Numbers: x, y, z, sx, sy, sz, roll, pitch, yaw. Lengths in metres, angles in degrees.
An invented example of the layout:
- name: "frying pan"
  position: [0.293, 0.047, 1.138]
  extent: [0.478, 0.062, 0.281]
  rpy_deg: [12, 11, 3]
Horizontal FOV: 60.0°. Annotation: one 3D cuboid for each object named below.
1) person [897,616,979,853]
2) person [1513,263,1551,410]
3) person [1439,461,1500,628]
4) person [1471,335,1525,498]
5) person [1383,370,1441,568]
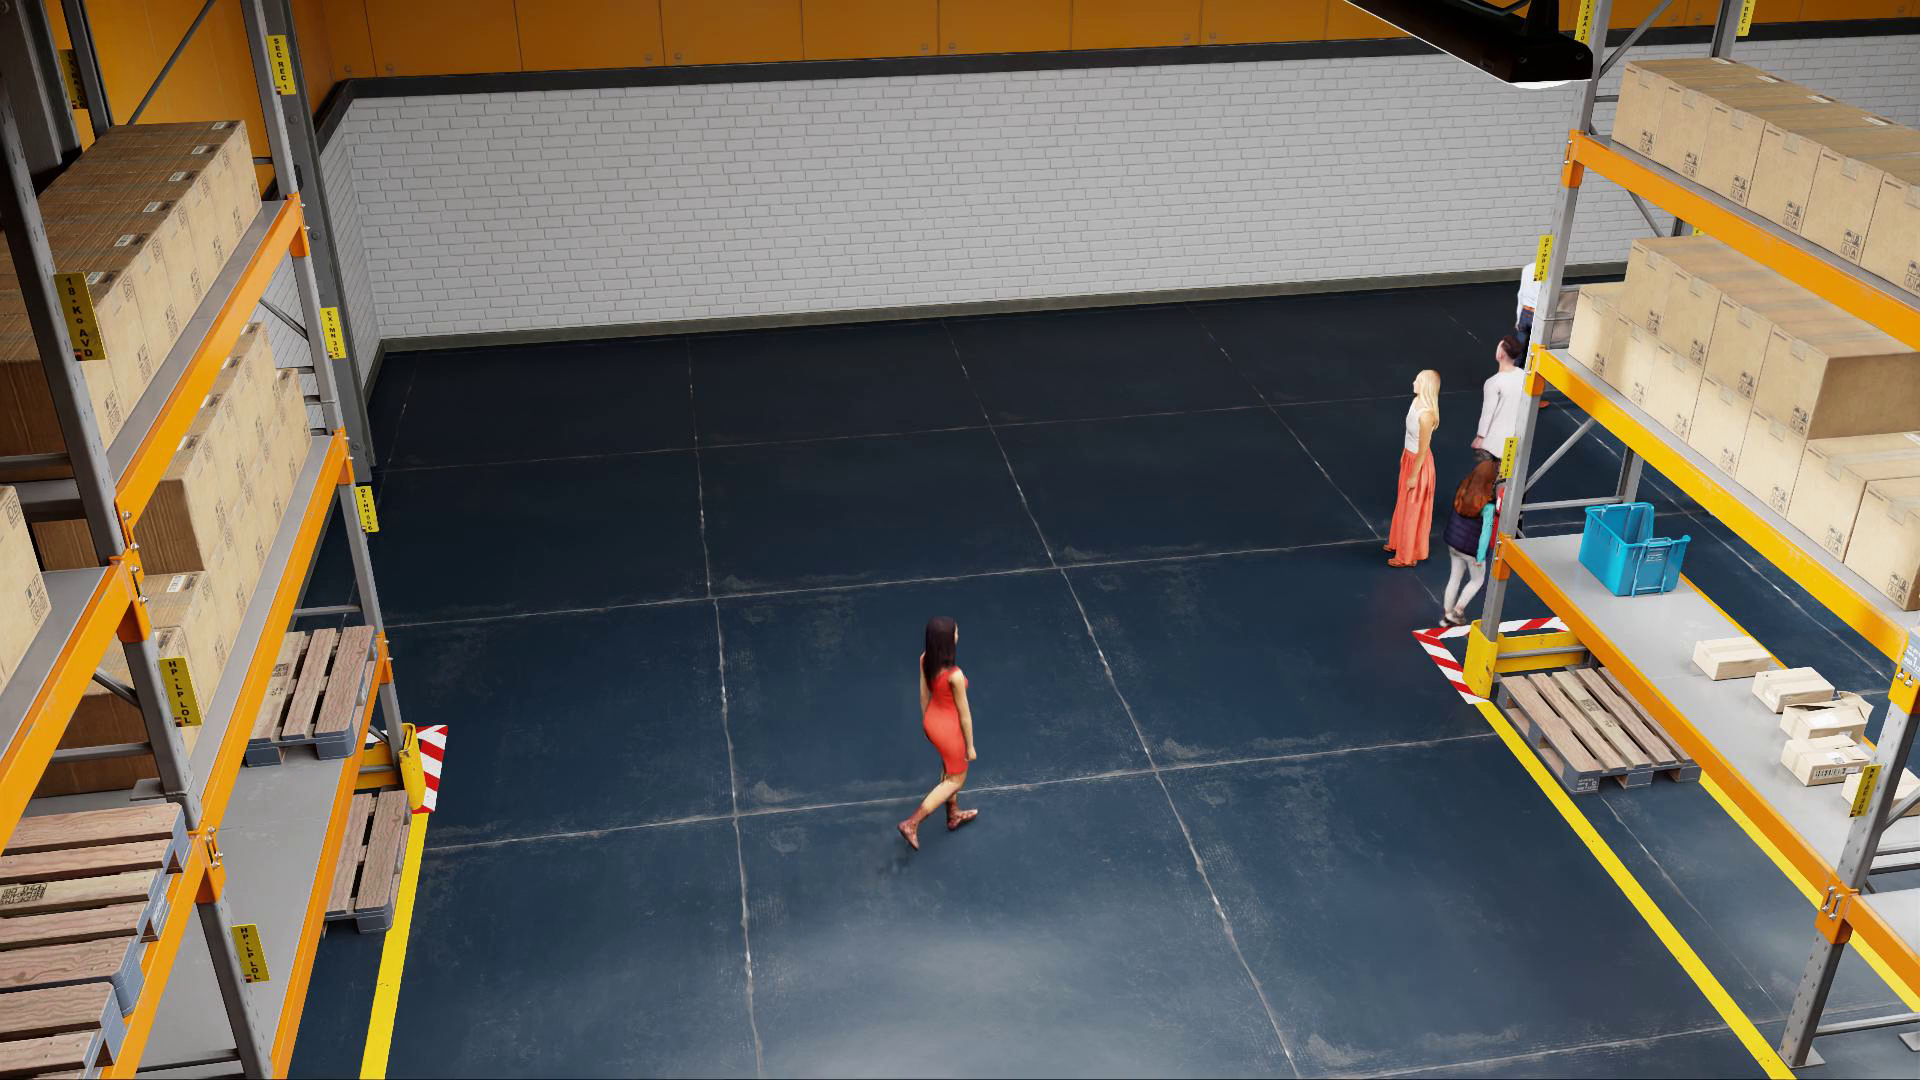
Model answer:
- name: "person"
  position: [-0.142, 1.288, 10.829]
  extent: [0.924, 1.701, 0.983]
  rpy_deg: [-20, 35, -33]
- name: "person"
  position: [5.951, -2.234, 17.191]
  extent: [0.779, 1.791, 0.645]
  rpy_deg: [-18, 33, -29]
- name: "person"
  position: [4.012, 0.060, 13.305]
  extent: [0.744, 1.486, 0.654]
  rpy_deg: [-17, 33, -28]
- name: "person"
  position: [4.769, -0.956, 14.798]
  extent: [0.745, 1.839, 0.720]
  rpy_deg: [-20, 35, -33]
- name: "person"
  position: [3.903, -0.617, 14.216]
  extent: [0.752, 1.803, 0.605]
  rpy_deg: [3, 29, 5]
